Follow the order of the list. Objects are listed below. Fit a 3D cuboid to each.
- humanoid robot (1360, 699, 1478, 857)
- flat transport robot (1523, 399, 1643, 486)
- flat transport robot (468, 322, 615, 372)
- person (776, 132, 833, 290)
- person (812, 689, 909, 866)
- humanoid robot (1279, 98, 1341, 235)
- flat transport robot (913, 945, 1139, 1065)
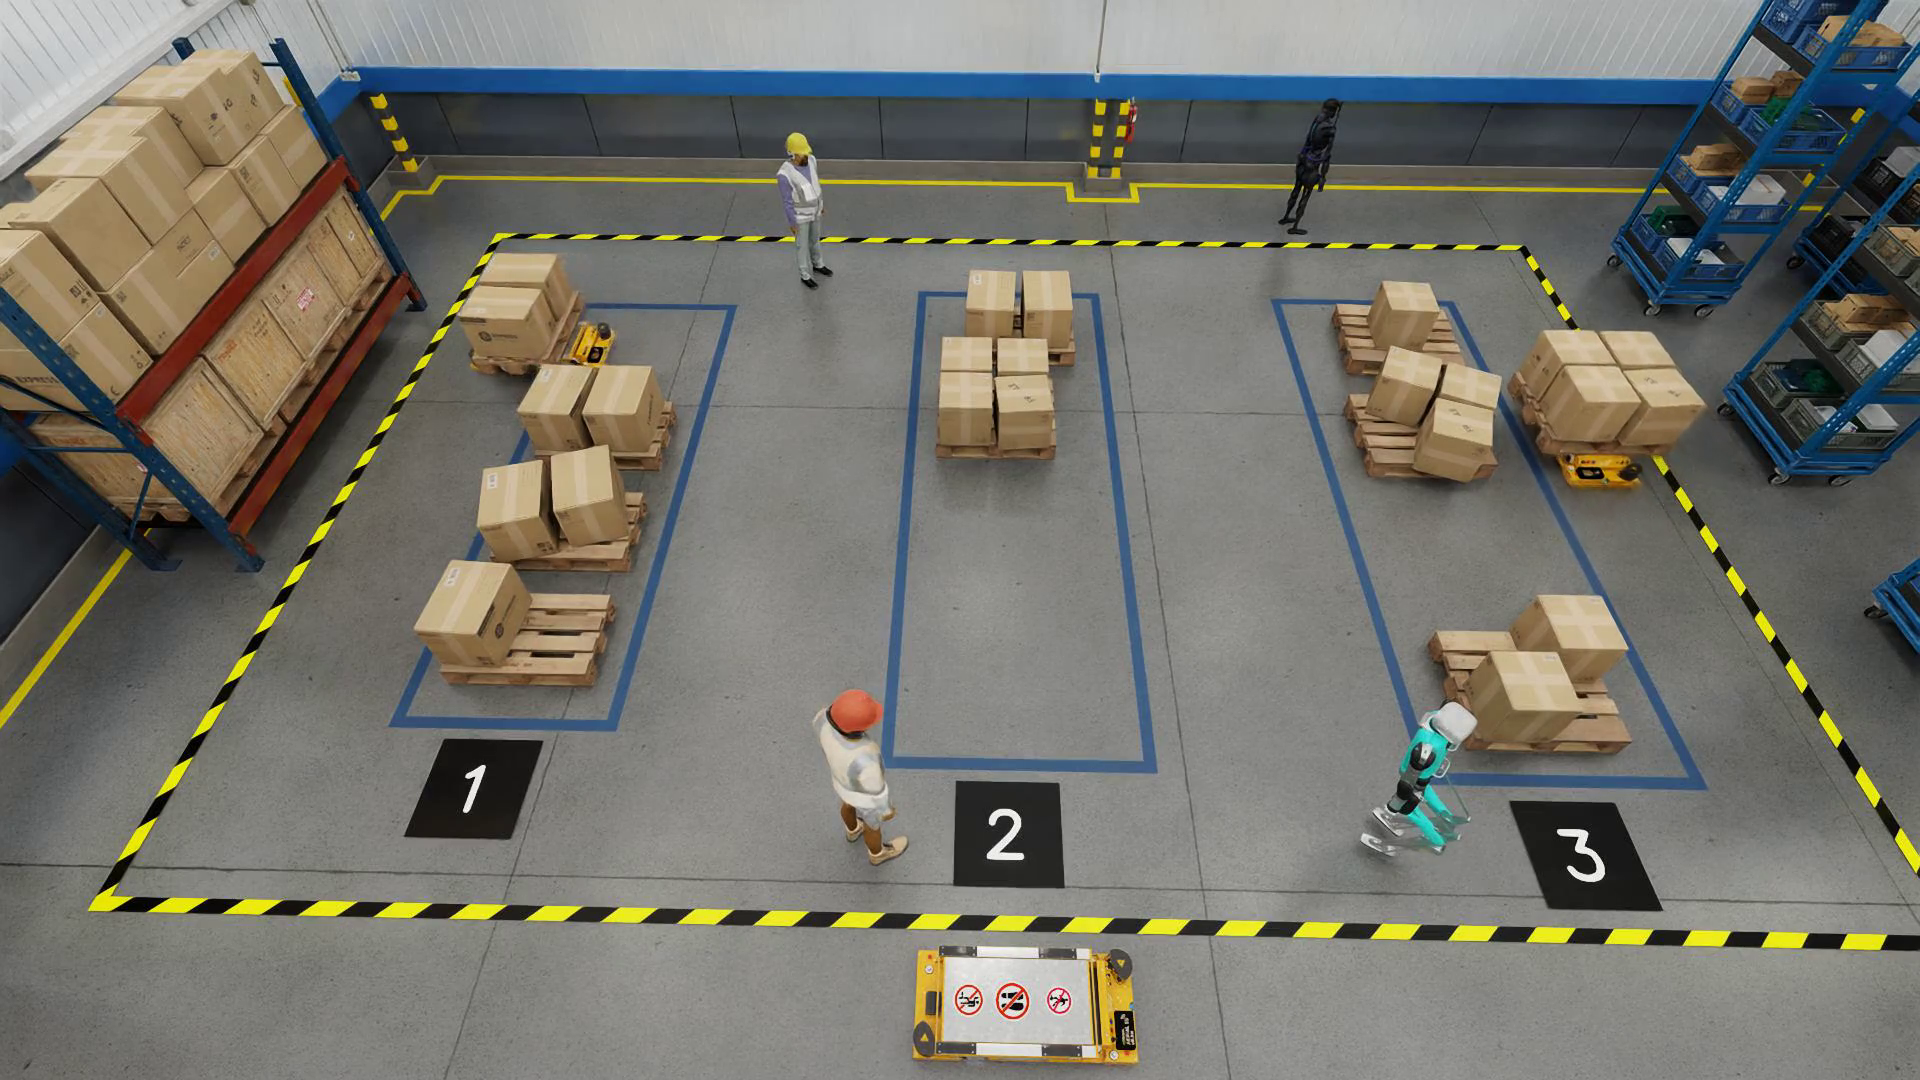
[{"bbox_3d":[3.164,1.700,6.065,0.735,1.677,0.533,35,59,25],"label":"humanoid robot"},{"bbox_3d":[6.342,-1.142,9.399,0.652,0.197,1.431,1,51,1],"label":"flat transport robot"},{"bbox_3d":[-4.667,-2.167,10.234,1.431,0.197,0.652,1,51,1],"label":"flat transport robot"},{"bbox_3d":[-1.772,-3.790,10.564,0.404,1.834,0.589,26,55,19],"label":"person"},{"bbox_3d":[-0.642,1.580,6.061,0.388,2.034,0.605,-35,59,-25],"label":"person"},{"bbox_3d":[4.352,-4.633,11.345,0.315,1.655,0.599,-8,51,-6],"label":"humanoid robot"},{"bbox_3d":[0.422,3.041,6.007,1.431,0.231,0.659,1,51,1],"label":"flat transport robot"}]
